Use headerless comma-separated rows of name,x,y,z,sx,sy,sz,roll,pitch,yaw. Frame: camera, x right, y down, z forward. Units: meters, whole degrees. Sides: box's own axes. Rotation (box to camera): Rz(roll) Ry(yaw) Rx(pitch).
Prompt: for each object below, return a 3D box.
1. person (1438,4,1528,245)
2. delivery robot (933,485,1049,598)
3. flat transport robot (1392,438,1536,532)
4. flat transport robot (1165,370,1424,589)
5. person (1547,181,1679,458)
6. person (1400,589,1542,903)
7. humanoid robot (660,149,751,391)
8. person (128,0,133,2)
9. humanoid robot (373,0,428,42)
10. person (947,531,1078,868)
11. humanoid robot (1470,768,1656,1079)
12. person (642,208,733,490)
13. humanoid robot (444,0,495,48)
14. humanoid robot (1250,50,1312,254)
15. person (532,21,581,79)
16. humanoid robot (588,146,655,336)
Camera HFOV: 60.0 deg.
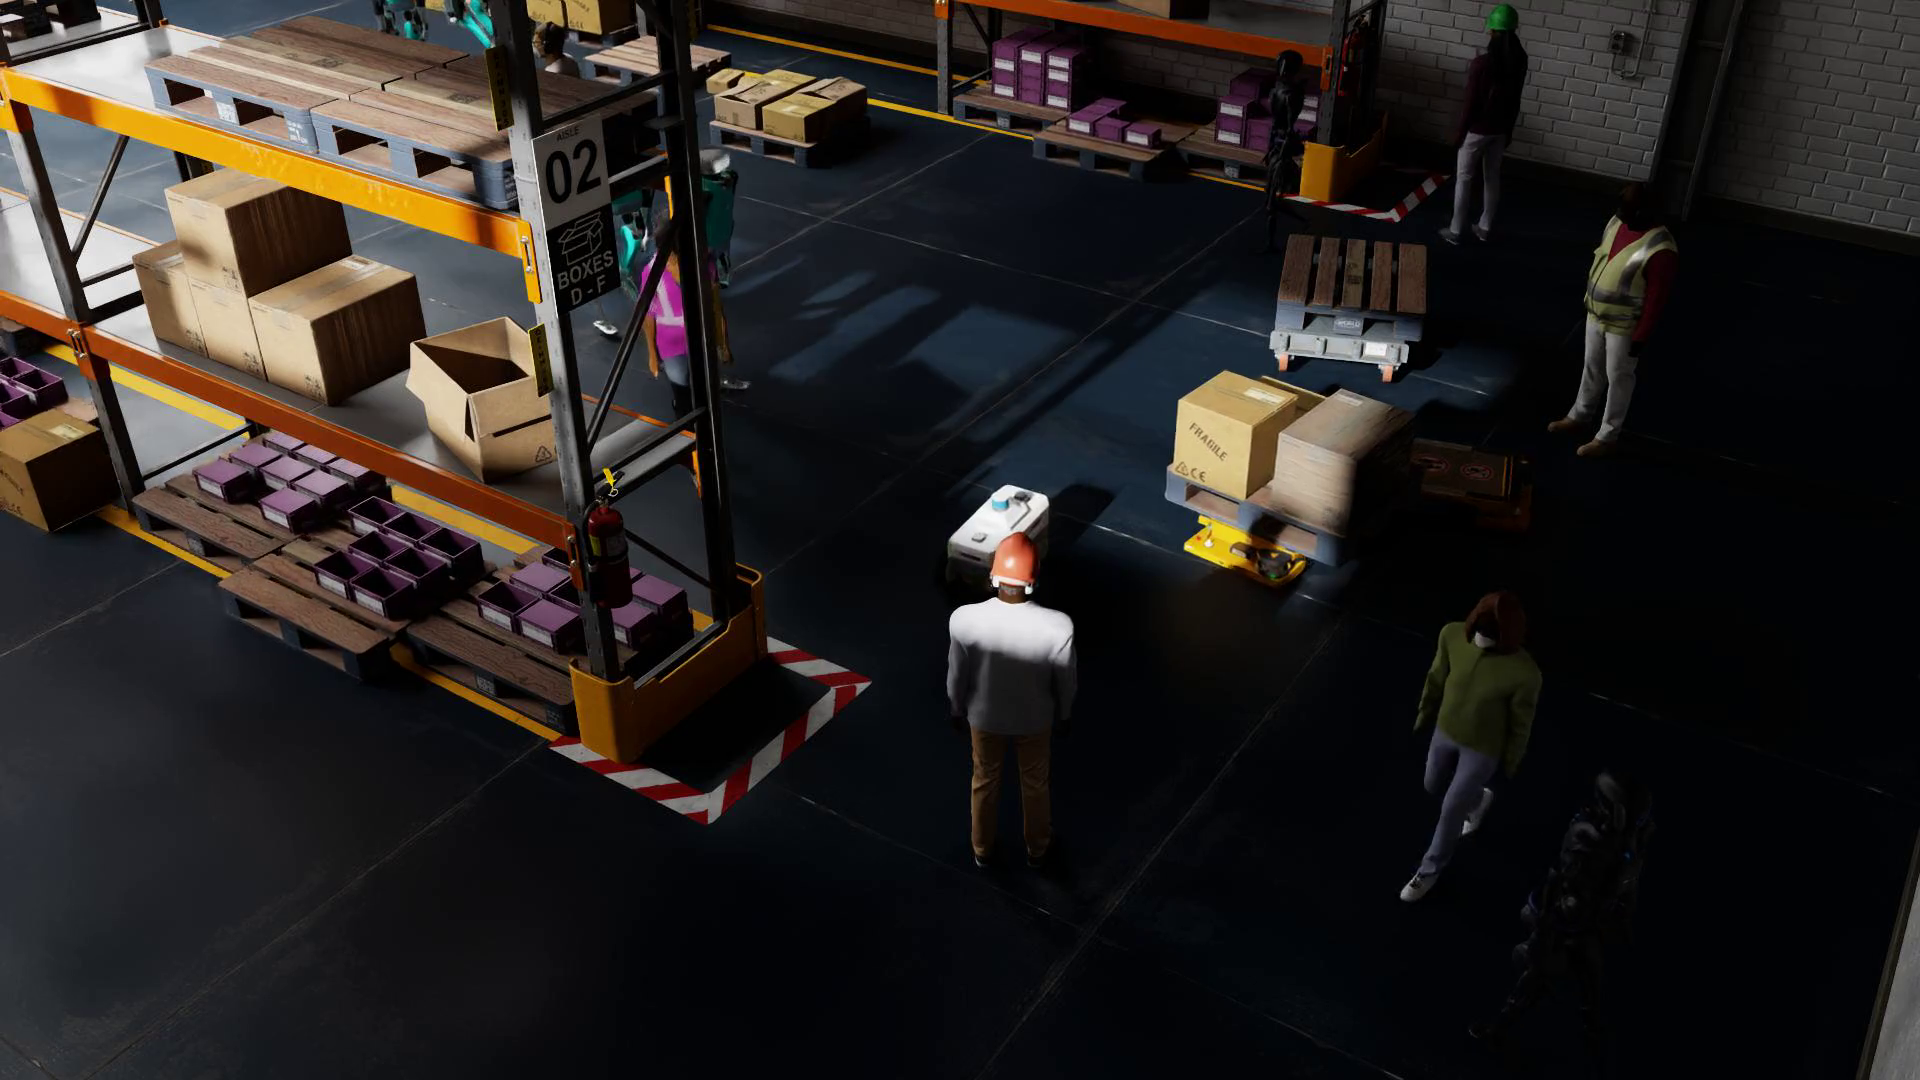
person,4.273,-3.334,13.459,0.502,1.946,0.428,-9,34,-13
delivery robot,0.217,0.018,9.599,0.499,0.611,0.812,17,37,24
flat transport robot,2.861,-0.392,10.476,1.431,0.231,0.659,10,34,15
flat transport robot,2.042,-0.180,10.150,0.659,0.231,1.431,25,40,33
person,4.178,-1.404,10.594,0.431,1.840,0.623,-8,34,-12
person,2.269,0.853,7.323,0.632,1.607,0.518,-24,40,-32
humanoid robot,-1.910,-1.833,11.373,0.949,1.756,0.530,10,34,15
person,-9.883,-7.332,19.774,0.755,1.758,0.431,-13,35,-19
humanoid robot,-5.564,-5.019,16.331,0.555,1.885,0.777,-28,42,-36
person,0.231,0.728,7.391,0.573,1.749,0.337,3,33,4
humanoid robot,2.355,1.512,6.274,0.597,1.636,0.690,-19,38,-27
person,-1.713,-1.237,10.348,0.507,1.819,0.741,-18,37,-26
humanoid robot,-4.801,-5.328,16.758,0.967,1.789,0.579,19,38,27
humanoid robot,2.652,-3.096,13.349,0.481,1.645,0.595,-2,33,-2
person,-3.115,-3.119,13.138,0.372,1.940,0.626,-2,33,-3
humanoid robot,-2.517,-2.259,12.001,0.567,1.754,0.890,-26,41,-34
